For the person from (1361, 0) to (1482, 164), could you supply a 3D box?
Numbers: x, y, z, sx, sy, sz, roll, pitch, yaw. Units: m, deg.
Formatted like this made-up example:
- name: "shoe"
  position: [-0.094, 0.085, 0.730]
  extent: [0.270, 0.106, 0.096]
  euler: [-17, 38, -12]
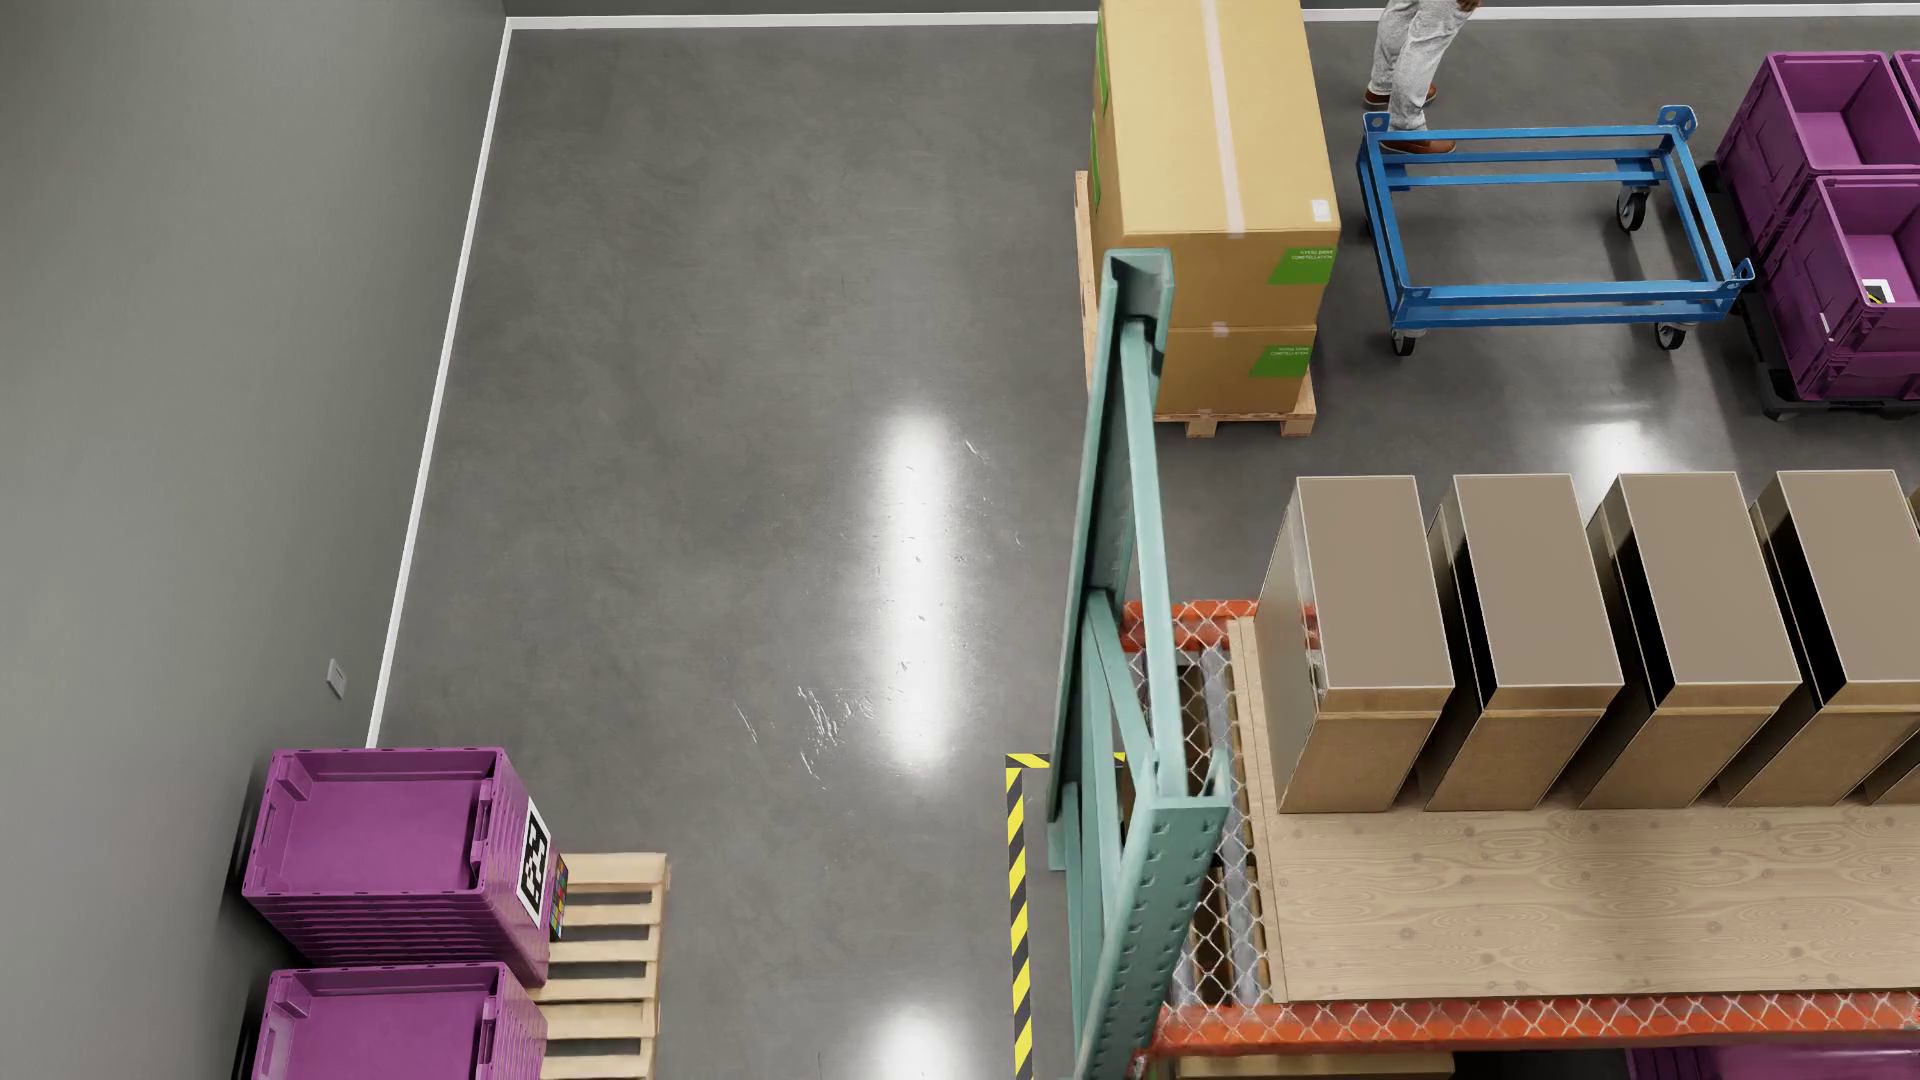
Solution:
- name: "person"
  position: [1.823, -2.234, 6.072]
  extent: [0.368, 1.939, 0.633]
  euler: [-3, 58, -2]
